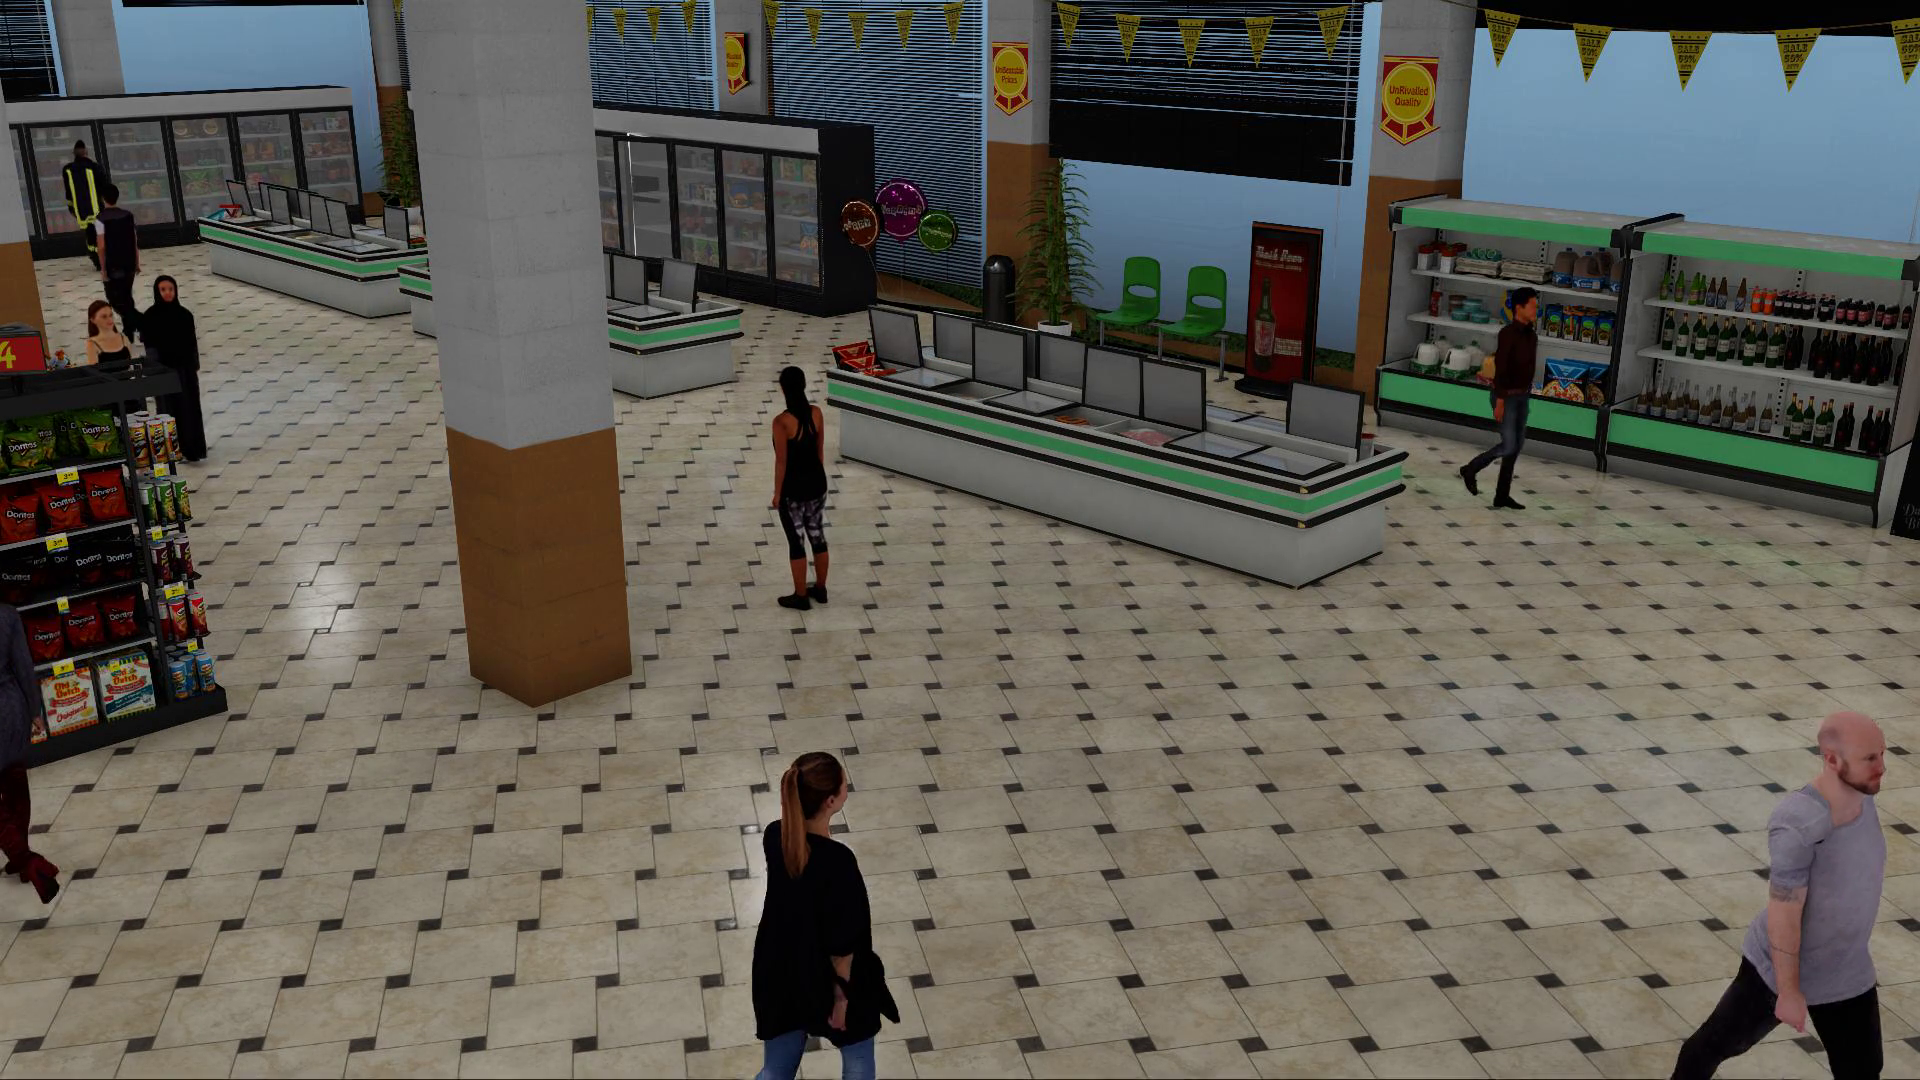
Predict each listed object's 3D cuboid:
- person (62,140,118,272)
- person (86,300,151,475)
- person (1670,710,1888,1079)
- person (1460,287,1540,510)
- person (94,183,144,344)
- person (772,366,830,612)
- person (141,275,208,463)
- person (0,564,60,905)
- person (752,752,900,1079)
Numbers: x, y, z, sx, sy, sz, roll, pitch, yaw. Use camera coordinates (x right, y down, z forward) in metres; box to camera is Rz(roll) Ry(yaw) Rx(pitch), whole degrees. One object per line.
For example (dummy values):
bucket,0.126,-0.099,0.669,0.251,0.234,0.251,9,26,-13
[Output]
person,-12.458,-4.767,23.790,1.023,1.847,1.087,-1,19,-3
person,-6.837,-1.110,13.352,1.148,1.587,0.787,11,21,28
person,2.744,1.396,5.607,0.860,1.787,1.280,-12,22,-32
person,4.244,-1.110,13.071,0.681,1.765,0.786,-16,24,-38
person,-9.491,-3.102,18.879,1.069,1.830,0.827,10,21,27
person,-1.047,-0.356,10.995,0.503,1.663,0.572,17,25,41
person,-6.869,-1.499,14.490,0.759,1.596,1.148,-11,21,-29
person,-4.273,0.853,7.370,1.022,1.689,0.633,16,24,38
person,-0.557,1.497,5.511,1.039,1.655,0.734,15,24,38
